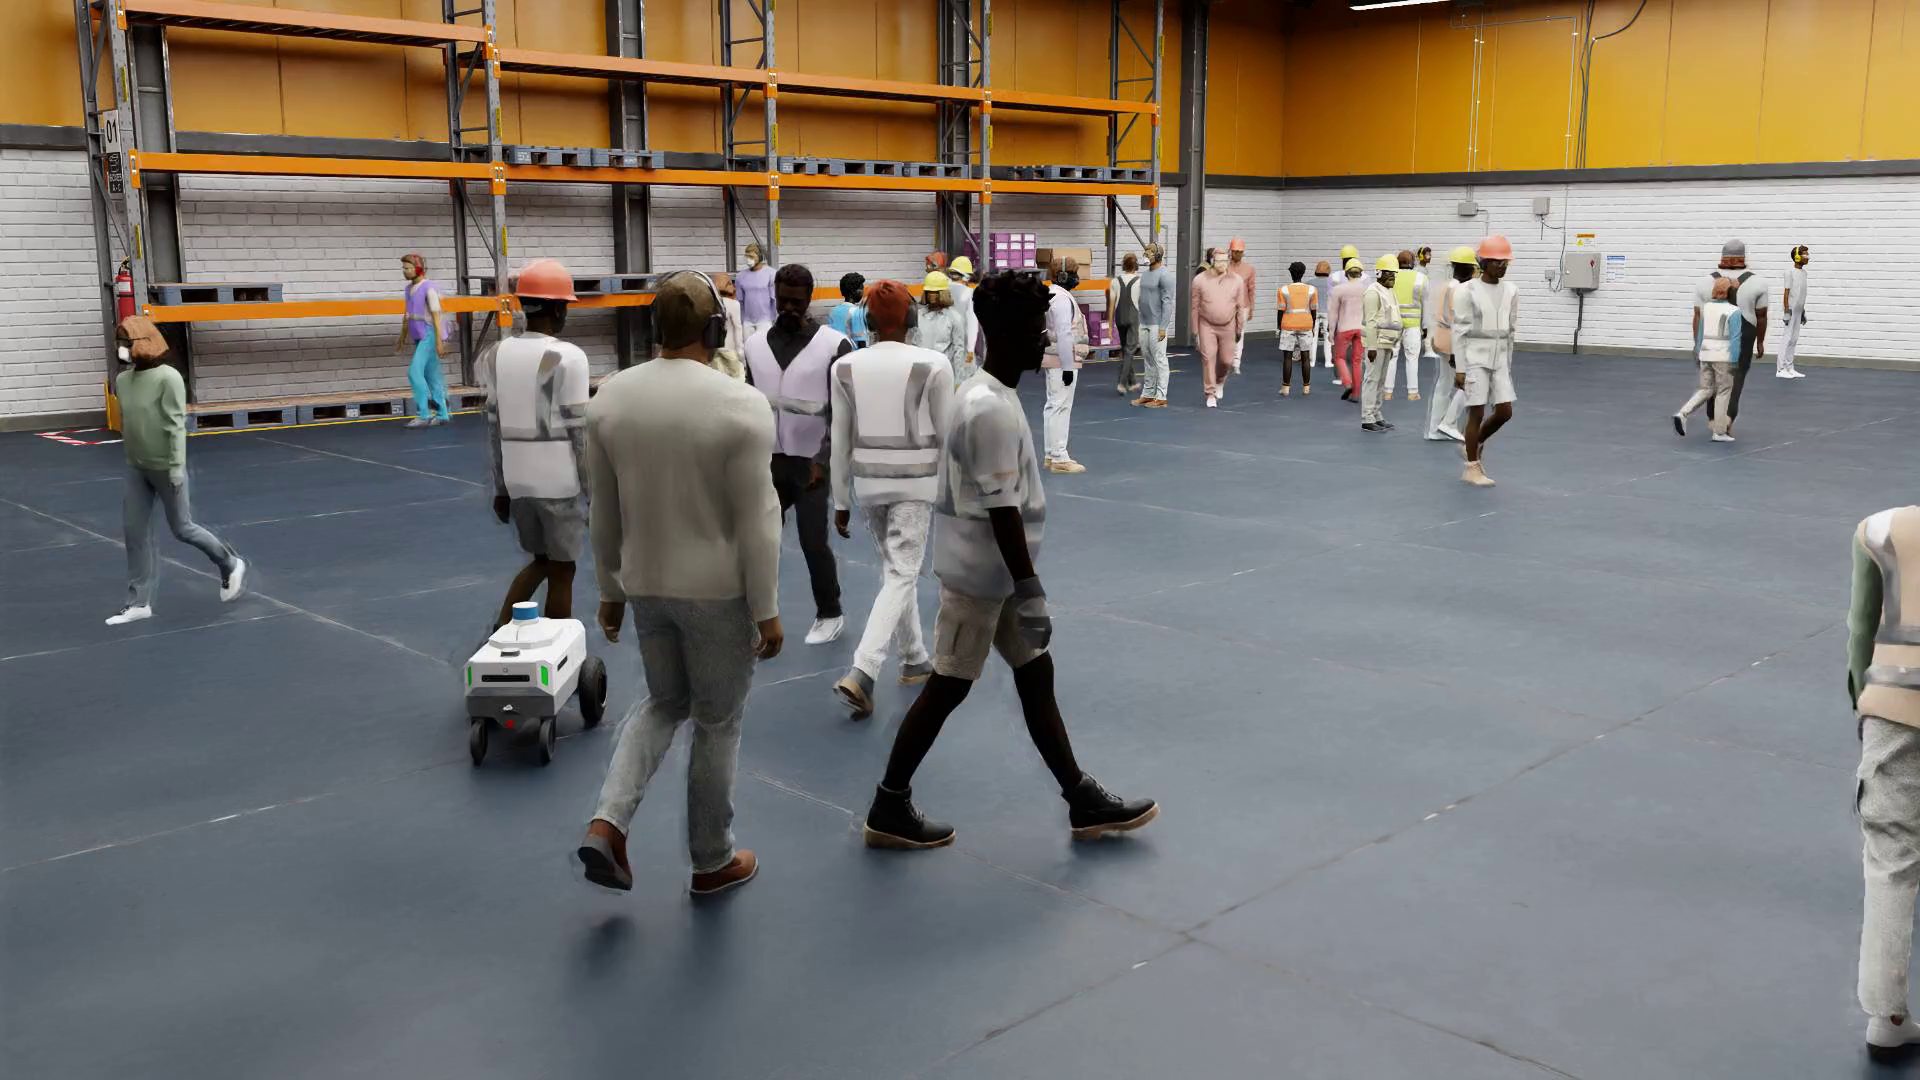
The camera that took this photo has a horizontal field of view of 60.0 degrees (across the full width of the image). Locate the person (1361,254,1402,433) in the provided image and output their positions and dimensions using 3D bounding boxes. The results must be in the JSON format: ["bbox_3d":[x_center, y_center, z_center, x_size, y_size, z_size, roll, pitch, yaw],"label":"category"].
[{"bbox_3d":[4.351,-2.026,17.169,0.404,1.829,0.591,6,12,31],"label":"person"}]

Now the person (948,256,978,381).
[{"bbox_3d":[-0.003,-2.056,17.420,0.609,1.789,0.840,6,12,30],"label":"person"}]

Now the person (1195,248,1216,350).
[{"bbox_3d":[4.345,-4.216,29.184,0.645,1.804,0.530,-9,14,-41],"label":"person"}]

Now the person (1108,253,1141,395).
[{"bbox_3d":[2.156,-2.750,21.216,0.523,1.801,0.986,5,11,24],"label":"person"}]

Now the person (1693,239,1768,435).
[{"bbox_3d":[7.866,-2.105,17.022,0.687,2.000,1.011,6,12,31],"label":"person"}]

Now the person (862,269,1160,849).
[{"bbox_3d":[0.136,0.089,5.402,1.005,1.910,0.622,1,10,3],"label":"person"}]

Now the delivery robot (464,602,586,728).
[{"bbox_3d":[-1.731,0.492,6.660,0.477,0.478,0.707,0,10,-1],"label":"delivery robot"}]

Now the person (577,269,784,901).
[{"bbox_3d":[-0.842,0.170,4.932,0.637,1.923,0.549,5,12,27],"label":"person"}]

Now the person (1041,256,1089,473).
[{"bbox_3d":[0.886,-1.498,14.255,0.429,1.842,0.634,-1,10,-7],"label":"person"}]

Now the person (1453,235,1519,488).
[{"bbox_3d":[4.219,-1.432,13.411,0.609,2.029,0.501,-4,11,-19],"label":"person"}]

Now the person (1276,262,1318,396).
[{"bbox_3d":[4.251,-2.664,21.022,0.532,1.693,0.319,0,10,-1],"label":"person"}]

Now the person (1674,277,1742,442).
[{"bbox_3d":[7.369,-1.758,16.270,0.522,1.625,0.528,-3,11,-18],"label":"person"}]

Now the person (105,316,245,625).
[{"bbox_3d":[-4.223,-0.389,8.853,0.505,1.613,0.716,5,11,25],"label":"person"}]

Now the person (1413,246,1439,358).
[{"bbox_3d":[7.612,-3.962,27.707,0.850,1.848,0.525,9,14,40],"label":"person"}]

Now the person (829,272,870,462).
[{"bbox_3d":[-0.979,-1.554,14.966,0.321,1.693,0.530,-7,13,-34],"label":"person"}]

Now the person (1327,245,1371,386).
[{"bbox_3d":[5.193,-2.982,22.219,0.593,1.898,0.864,0,10,1],"label":"person"}]

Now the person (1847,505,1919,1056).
[{"bbox_3d":[2.514,0.468,4.252,0.508,1.566,0.885,8,13,38],"label":"person"}]

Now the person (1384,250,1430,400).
[{"bbox_3d":[5.452,-2.635,20.465,0.632,1.840,0.429,4,11,22],"label":"person"}]

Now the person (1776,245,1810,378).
[{"bbox_3d":[11.898,-3.244,23.687,0.513,1.877,0.328,-8,13,-36],"label":"person"}]

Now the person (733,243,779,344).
[{"bbox_3d":[-2.458,-2.600,20.047,0.649,1.919,0.448,5,12,26],"label":"person"}]

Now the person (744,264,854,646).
[{"bbox_3d":[-0.780,-0.386,8.074,0.608,1.890,0.665,4,11,22],"label":"person"}]

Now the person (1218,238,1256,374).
[{"bbox_3d":[4.012,-3.424,24.364,0.634,1.983,0.539,0,10,1],"label":"person"}]

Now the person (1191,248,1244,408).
[{"bbox_3d":[3.047,-2.530,19.781,0.643,1.882,0.657,0,10,-2],"label":"person"}]

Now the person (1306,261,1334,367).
[{"bbox_3d":[5.563,-3.473,25.592,0.507,1.631,0.266,4,11,21],"label":"person"}]

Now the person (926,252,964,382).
[{"bbox_3d":[-0.163,-2.405,19.223,0.972,1.843,0.599,-6,12,-29],"label":"person"}]

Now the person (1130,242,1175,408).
[{"bbox_3d":[2.275,-2.522,19.577,0.372,1.940,0.631,-5,11,-24],"label":"person"}]

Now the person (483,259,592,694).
[{"bbox_3d":[-1.815,-0.248,7.234,0.559,1.924,0.495,7,12,33],"label":"person"}]

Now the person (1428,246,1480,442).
[{"bbox_3d":[4.850,-1.901,16.260,0.514,1.907,0.606,1,10,4],"label":"person"}]

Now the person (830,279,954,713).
[{"bbox_3d":[-0.315,-0.197,7.171,0.586,1.849,0.951,5,11,25],"label":"person"}]

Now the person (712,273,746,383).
[{"bbox_3d":[-2.506,-2.007,17.599,0.526,1.619,0.419,7,12,32],"label":"person"}]

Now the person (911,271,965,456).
[{"bbox_3d":[-0.198,-1.333,13.646,0.518,1.722,0.414,5,12,26],"label":"person"}]

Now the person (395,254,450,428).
[{"bbox_3d":[-5.707,-2.076,17.476,0.710,1.819,0.578,-8,13,-36],"label":"person"}]

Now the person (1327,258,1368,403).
[{"bbox_3d":[4.726,-2.531,20.152,0.580,1.742,0.442,-1,10,-7],"label":"person"}]
